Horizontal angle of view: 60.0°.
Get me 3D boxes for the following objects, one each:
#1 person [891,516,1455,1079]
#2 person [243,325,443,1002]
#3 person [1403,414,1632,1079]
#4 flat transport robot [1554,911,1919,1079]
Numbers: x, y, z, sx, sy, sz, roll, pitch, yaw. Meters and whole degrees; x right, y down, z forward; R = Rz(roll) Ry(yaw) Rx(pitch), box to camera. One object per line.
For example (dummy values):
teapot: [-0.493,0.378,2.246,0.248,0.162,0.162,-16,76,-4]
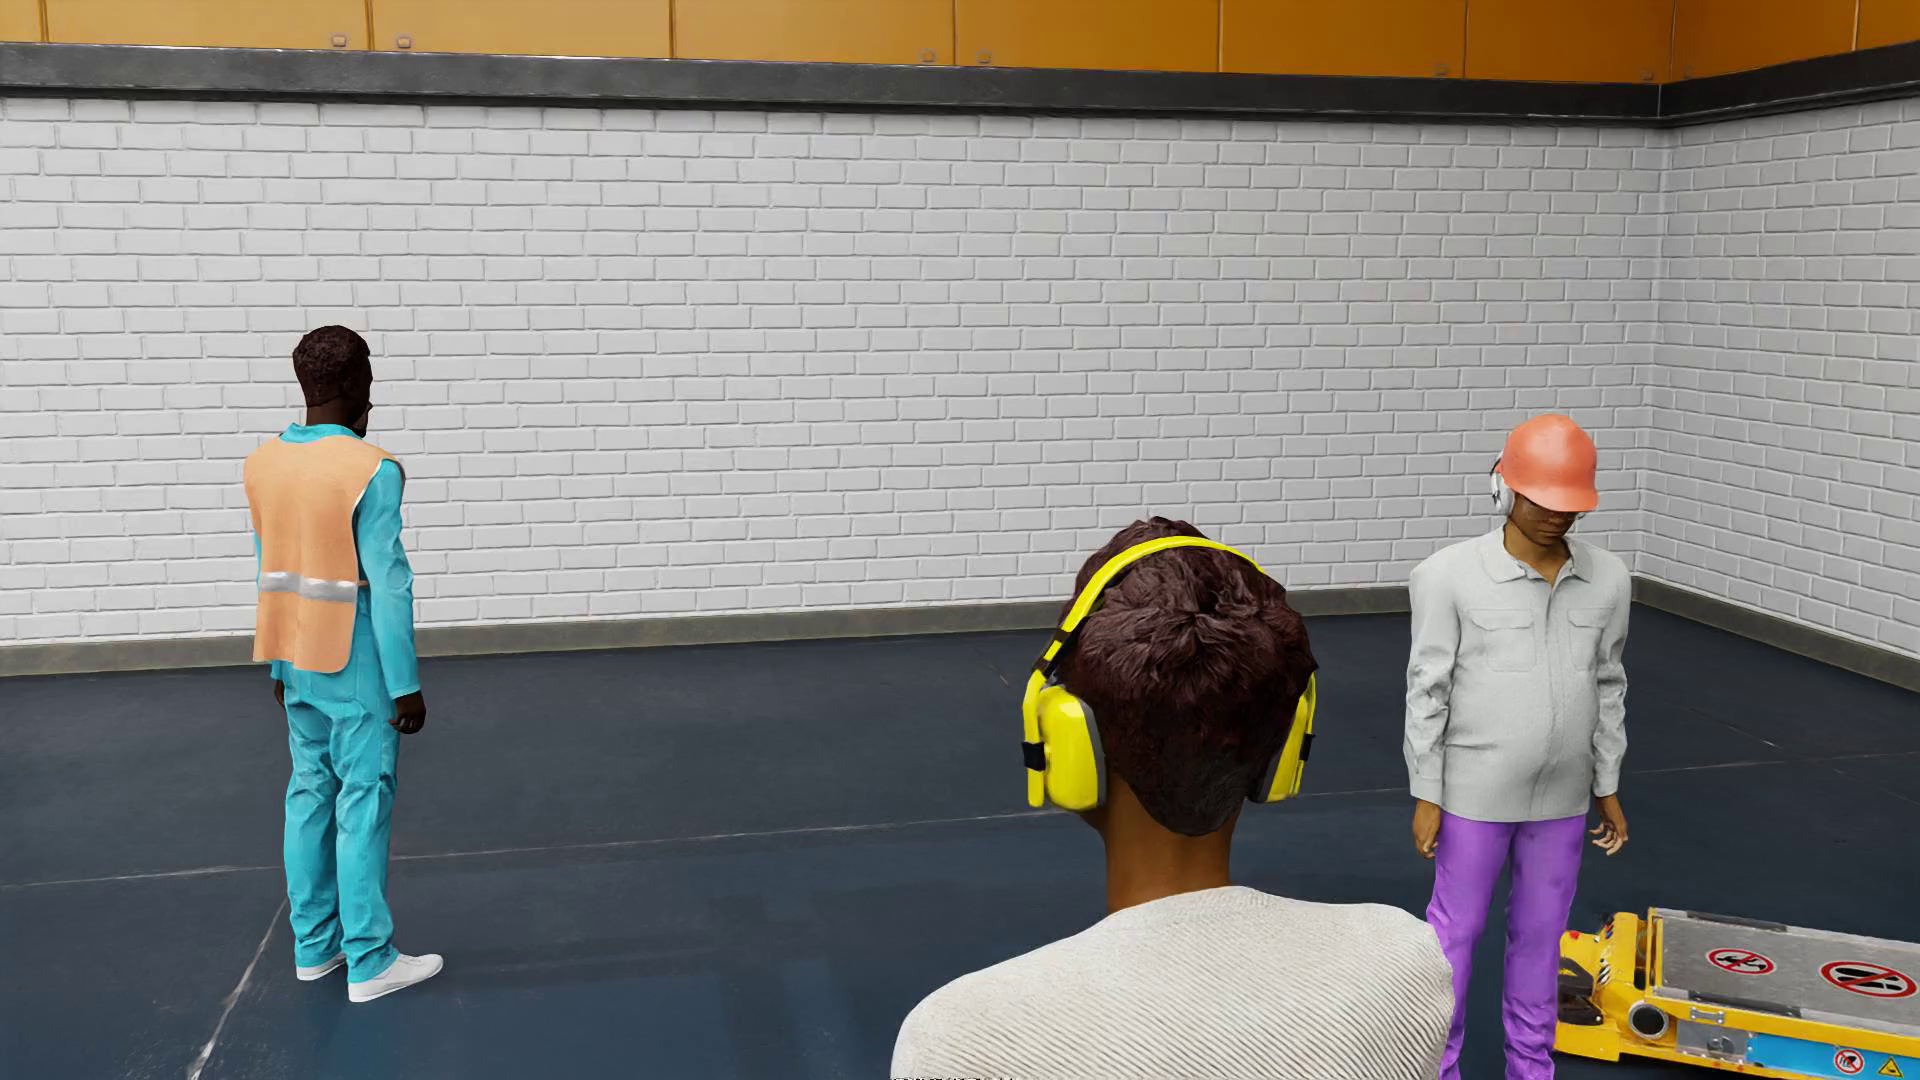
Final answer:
person: [0.167,0.912,1.436,0.520,1.873,0.335,-4,10,-22]
person: [-1.772,0.354,4.727,0.587,1.911,0.397,6,11,31]
person: [1.313,0.572,3.889,0.563,1.742,0.338,-2,10,-11]
flat transport robot: [2.280,1.230,4.359,1.431,0.197,0.652,4,10,23]
